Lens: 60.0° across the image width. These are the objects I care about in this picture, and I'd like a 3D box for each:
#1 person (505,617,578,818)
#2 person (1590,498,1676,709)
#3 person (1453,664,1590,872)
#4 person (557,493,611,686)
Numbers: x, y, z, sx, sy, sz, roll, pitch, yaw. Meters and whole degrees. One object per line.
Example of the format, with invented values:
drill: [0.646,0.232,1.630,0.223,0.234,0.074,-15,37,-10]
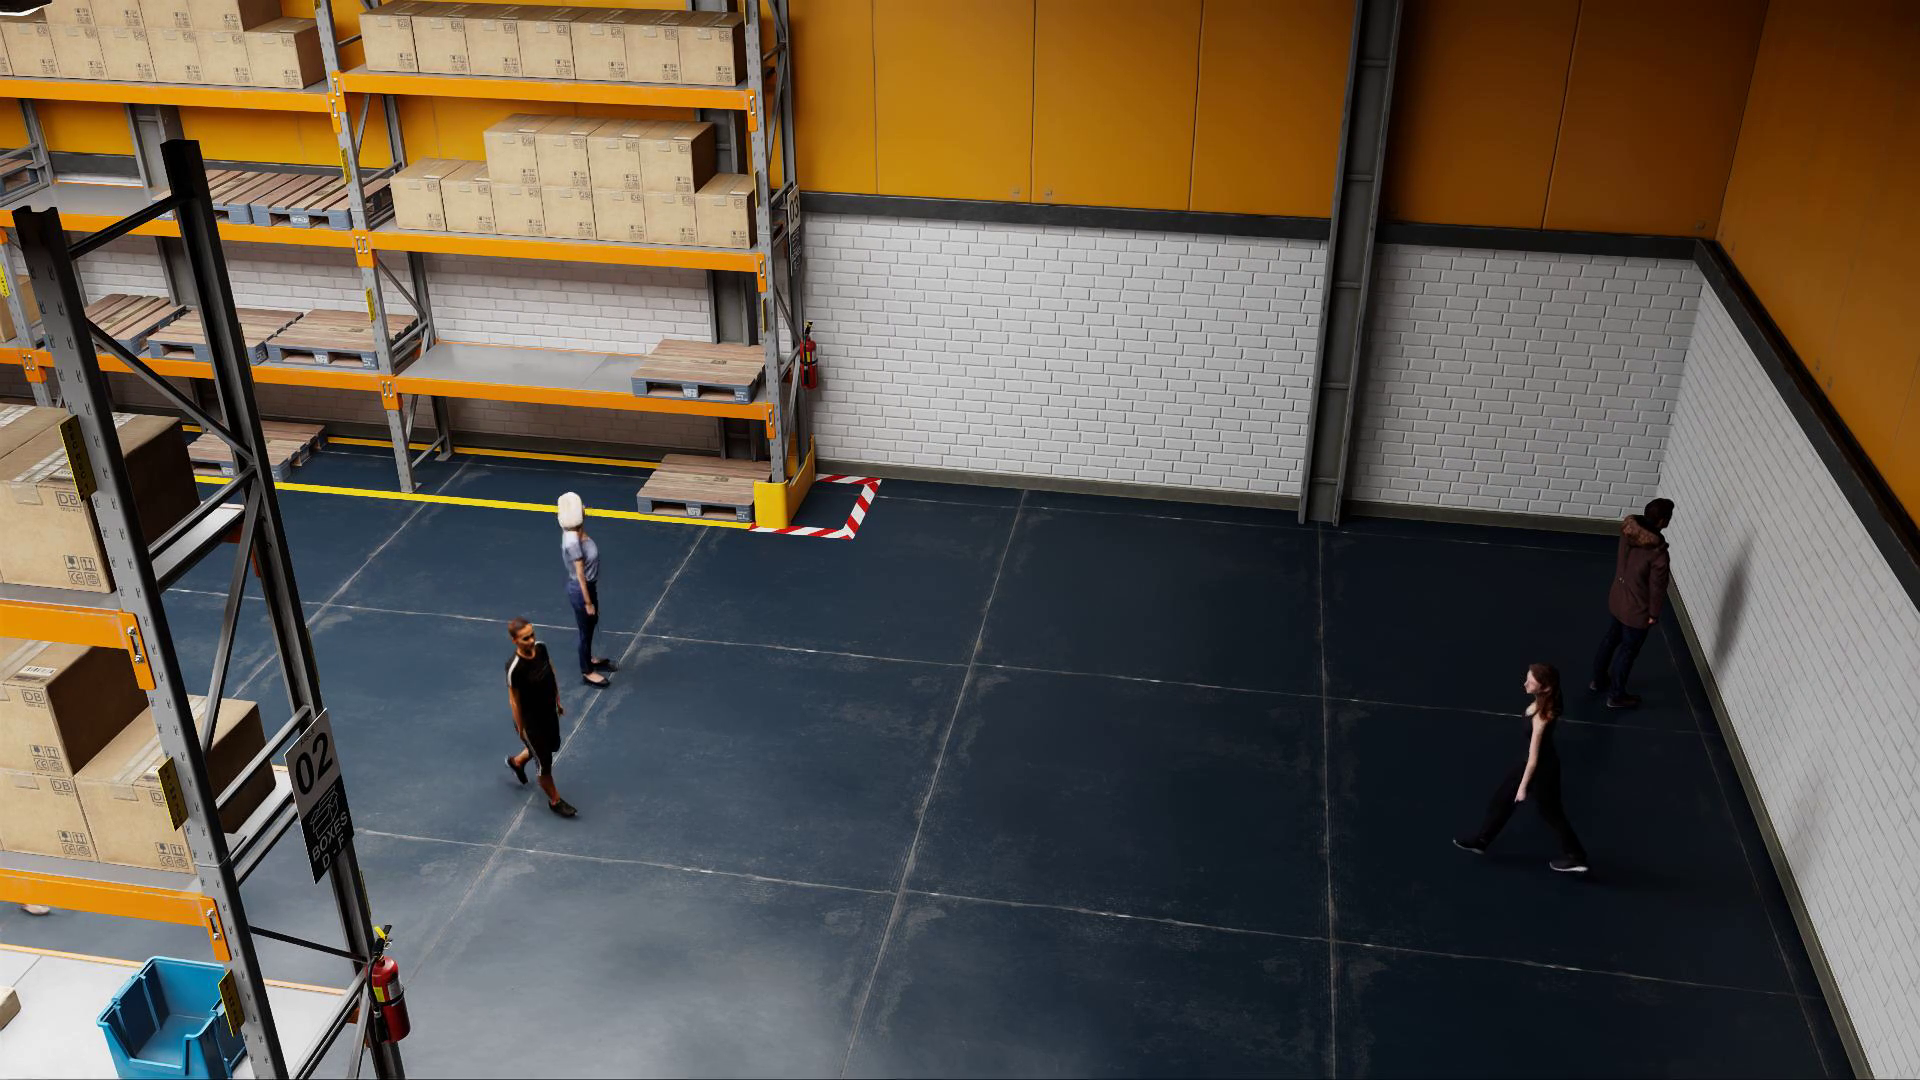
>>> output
person: [-3.180,1.266,12.283,0.979,1.657,0.731,12,31,22]
person: [5.471,0.492,13.510,0.788,1.841,0.831,-5,29,-9]
person: [4.136,1.628,11.591,1.145,1.685,0.606,8,30,14]
person: [-3.126,0.407,13.804,0.606,1.709,0.657,1,29,2]
